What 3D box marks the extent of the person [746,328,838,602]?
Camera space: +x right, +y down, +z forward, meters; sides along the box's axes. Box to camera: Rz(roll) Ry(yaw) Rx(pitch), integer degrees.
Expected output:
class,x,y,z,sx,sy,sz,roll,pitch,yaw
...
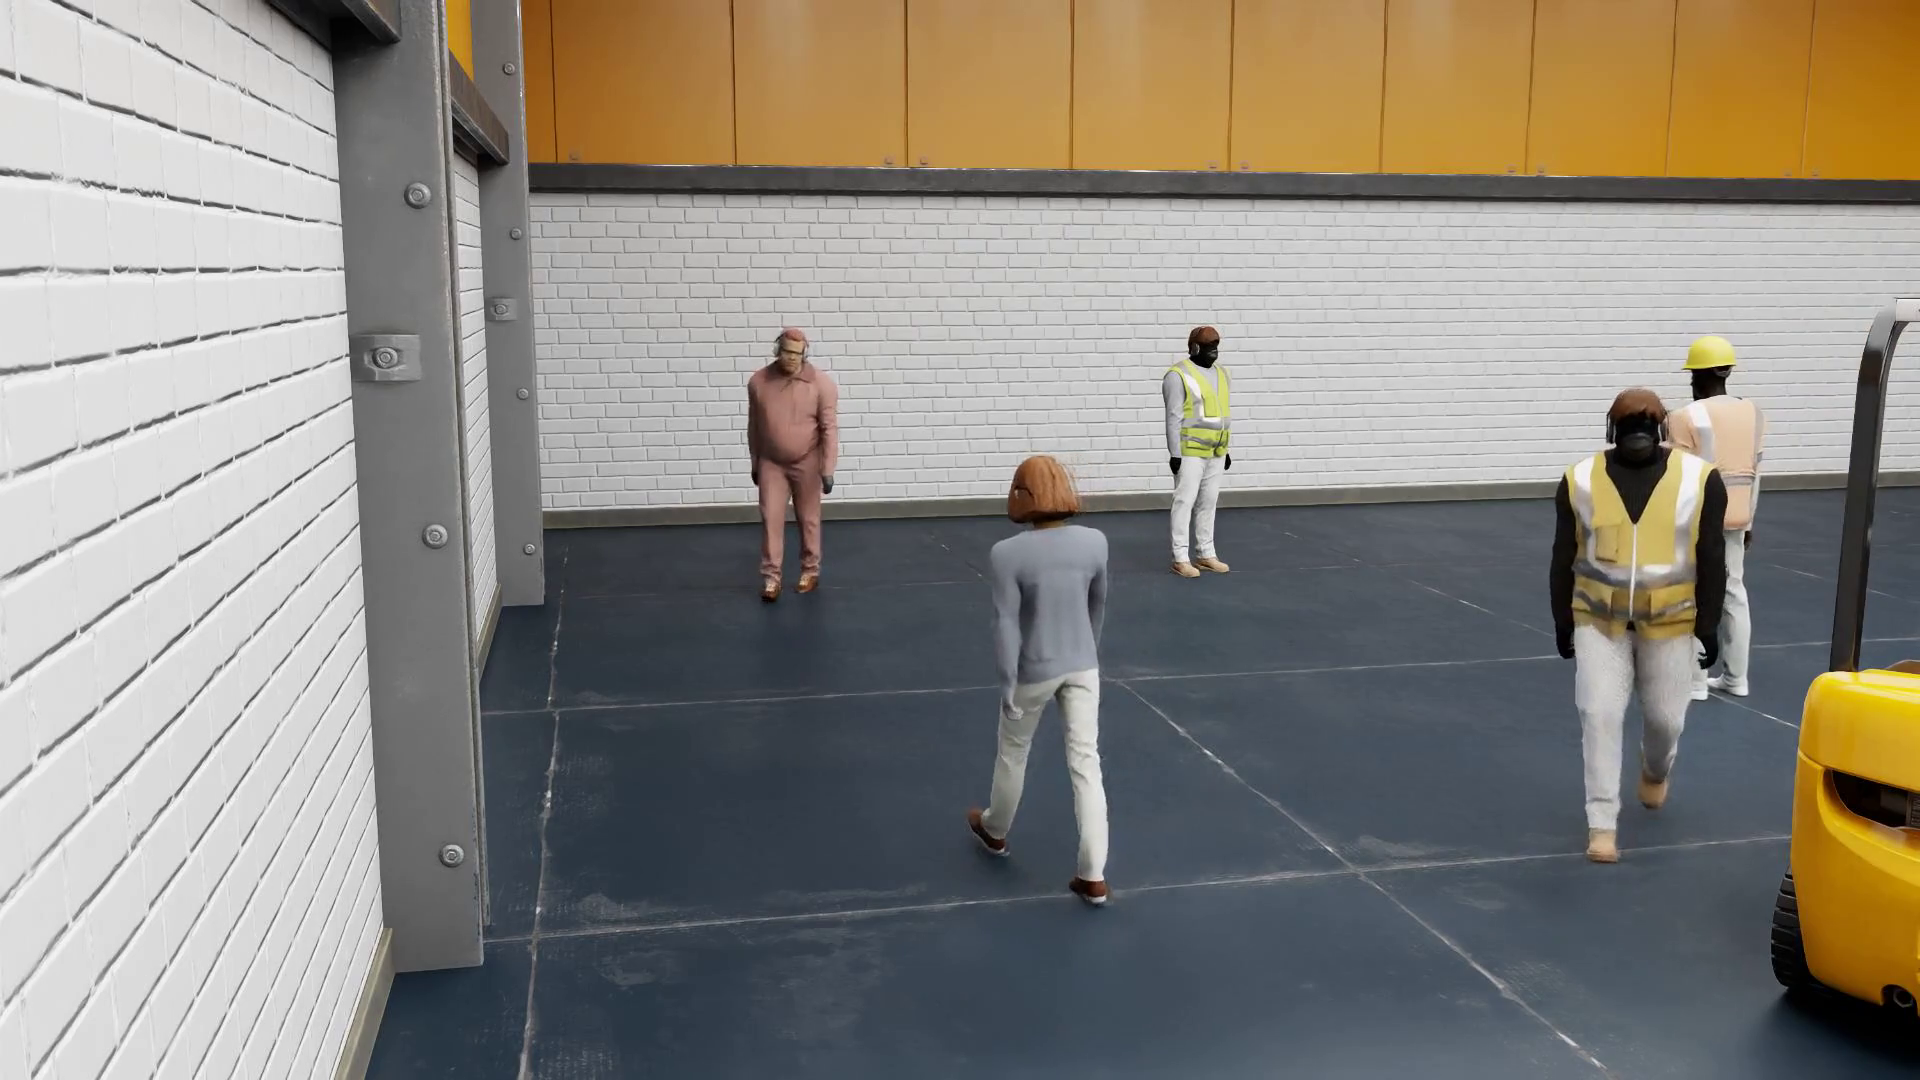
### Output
class,x,y,z,sx,sy,sz,roll,pitch,yaw
person,-1.151,-0.502,11.305,0.668,1.859,0.935,1,9,7

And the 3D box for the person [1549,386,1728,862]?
class,x,y,z,sx,sy,sz,roll,pitch,yaw
person,2.635,0.302,6.507,0.640,1.824,0.706,4,10,25

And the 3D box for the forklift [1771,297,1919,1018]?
class,x,y,z,sx,sy,sz,roll,pitch,yaw
forklift,3.542,0.334,5.177,2.313,2.155,1.214,-9,13,-43

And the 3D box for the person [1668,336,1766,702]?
class,x,y,z,sx,sy,sz,roll,pitch,yaw
person,3.945,-0.114,8.785,0.601,1.912,0.422,-3,10,-20

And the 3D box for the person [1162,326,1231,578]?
class,x,y,z,sx,sy,sz,roll,pitch,yaw
person,1.776,-0.653,12.267,0.633,1.841,0.429,-8,12,-39

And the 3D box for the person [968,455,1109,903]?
class,x,y,z,sx,sy,sz,roll,pitch,yaw
person,0.313,0.480,6.132,0.504,1.587,0.864,-4,10,-21
